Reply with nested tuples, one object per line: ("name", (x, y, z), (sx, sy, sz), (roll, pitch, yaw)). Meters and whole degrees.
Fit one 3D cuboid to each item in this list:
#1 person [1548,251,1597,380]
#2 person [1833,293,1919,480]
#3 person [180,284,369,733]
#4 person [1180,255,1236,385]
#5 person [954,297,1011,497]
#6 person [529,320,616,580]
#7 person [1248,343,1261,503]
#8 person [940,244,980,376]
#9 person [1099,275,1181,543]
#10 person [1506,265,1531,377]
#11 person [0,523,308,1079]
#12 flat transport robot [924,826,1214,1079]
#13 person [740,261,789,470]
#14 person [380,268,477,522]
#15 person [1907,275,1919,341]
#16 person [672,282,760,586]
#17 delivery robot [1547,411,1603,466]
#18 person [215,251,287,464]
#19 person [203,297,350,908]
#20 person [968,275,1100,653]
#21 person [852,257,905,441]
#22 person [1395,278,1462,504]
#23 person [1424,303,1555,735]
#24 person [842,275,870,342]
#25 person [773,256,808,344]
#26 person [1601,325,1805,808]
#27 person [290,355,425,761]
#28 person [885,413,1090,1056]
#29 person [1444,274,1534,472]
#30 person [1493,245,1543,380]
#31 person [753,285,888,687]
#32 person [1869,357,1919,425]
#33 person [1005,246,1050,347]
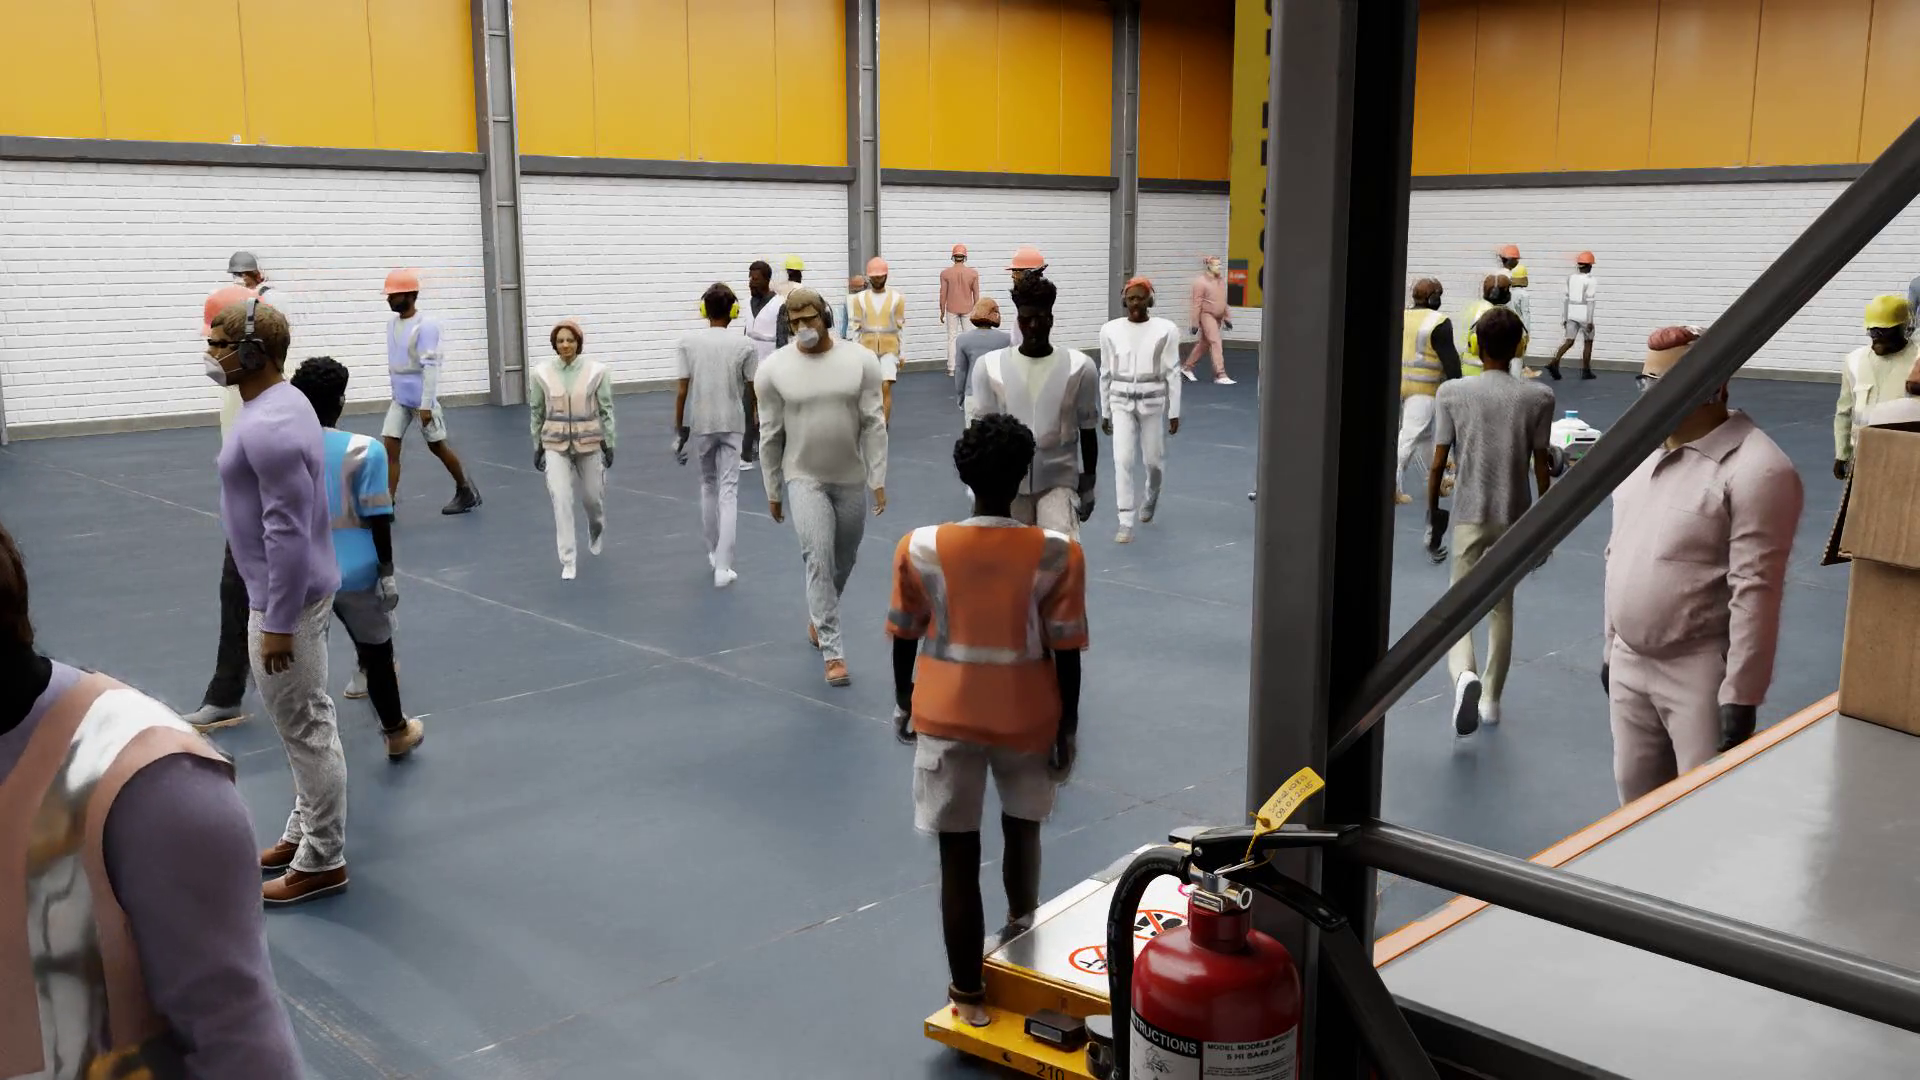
("person", (9.084, -3.300, 24.521), (0.864, 1.912, 0.547), (-6, 12, -31))
("person", (5.376, -0.517, 9.610), (0.521, 1.803, 0.625), (-7, 12, -33))
("person", (-2.998, -0.163, 7.376), (0.621, 1.937, 1.061), (6, 12, 31))
("person", (3.588, -3.197, 24.098), (1.004, 1.859, 0.632), (8, 13, 38))
("person", (0.205, -1.159, 13.579), (0.501, 1.632, 0.285), (3, 11, 14))
("person", (-2.449, -0.596, 10.559), (0.523, 1.618, 0.686), (-2, 11, -10))
("person", (2.599, -1.088, 13.318), (0.508, 1.571, 0.881), (6, 12, 29))
("person", (-0.006, -3.486, 25.276), (0.622, 1.994, 0.381), (-1, 10, -7))
("person", (1.282, -0.944, 11.817), (0.583, 1.858, 0.816), (2, 11, 13))
("person", (7.222, -2.685, 21.600), (0.298, 1.744, 0.487), (-5, 12, -25))
("person", (-1.151, 0.844, 2.136), (0.759, 1.821, 0.457), (1, 10, 7))
("flat transport robot", (0.586, 1.149, 4.709), (0.652, 0.197, 1.431), (7, 13, 35))
("person", (-1.840, -1.546, 14.955), (0.621, 1.893, 0.789), (8, 13, 39))
("person", (-4.066, -1.083, 12.471), (0.559, 1.895, 0.976), (7, 13, 34))
("person", (12.261, -2.662, 20.936), (0.361, 1.939, 0.635), (-10, 14, -44))
("person", (-1.479, -0.677, 10.393), (0.573, 1.833, 0.869), (0, 10, 1))
("delivery robot", (5.479, -0.914, 14.926), (0.477, 0.478, 0.707), (0, 10, 0))
("person", (-6.714, -1.784, 15.874), (0.690, 2.000, 1.002), (3, 11, 15))
("person", (-2.176, 0.201, 5.325), (0.378, 1.940, 0.628), (-4, 11, -21))
("person", (0.344, -0.259, 7.828), (0.613, 1.940, 0.744), (1, 10, 6))
("person", (-0.837, -1.984, 17.326), (0.550, 1.918, 0.748), (0, 10, 2))
("person", (3.740, -1.190, 13.319), (0.966, 1.792, 0.629), (-4, 11, -22))
("person", (2.266, -0.074, 7.098), (0.524, 1.853, 0.696), (2, 11, 13))
("person", (-1.242, -2.614, 21.568), (0.536, 1.616, 0.666), (9, 14, 40))
("person", (-2.067, -2.583, 20.704), (0.600, 1.874, 1.013), (9, 14, 42))
("person", (2.009, 0.347, 4.678), (0.395, 1.895, 0.654), (-3, 11, -18))
("person", (-2.421, 0.115, 6.514), (0.545, 1.659, 0.808), (1, 10, 3))
("person", (0.071, 0.477, 4.560), (0.546, 1.648, 0.860), (0, 10, 0))
("person", (4.751, -1.480, 14.903), (0.988, 1.787, 0.657), (3, 11, 14))
("person", (7.962, -3.281, 24.200), (1.077, 1.977, 0.617), (-2, 11, -11))
("person", (-0.688, -0.299, 8.164), (0.639, 1.905, 0.906), (-2, 11, -13))
("person", (4.556, -0.126, 7.999), (0.541, 1.604, 0.721), (10, 14, 42))
("person", (0.537, -1.314, 13.304), (0.374, 2.044, 0.607), (1, 10, 7))
